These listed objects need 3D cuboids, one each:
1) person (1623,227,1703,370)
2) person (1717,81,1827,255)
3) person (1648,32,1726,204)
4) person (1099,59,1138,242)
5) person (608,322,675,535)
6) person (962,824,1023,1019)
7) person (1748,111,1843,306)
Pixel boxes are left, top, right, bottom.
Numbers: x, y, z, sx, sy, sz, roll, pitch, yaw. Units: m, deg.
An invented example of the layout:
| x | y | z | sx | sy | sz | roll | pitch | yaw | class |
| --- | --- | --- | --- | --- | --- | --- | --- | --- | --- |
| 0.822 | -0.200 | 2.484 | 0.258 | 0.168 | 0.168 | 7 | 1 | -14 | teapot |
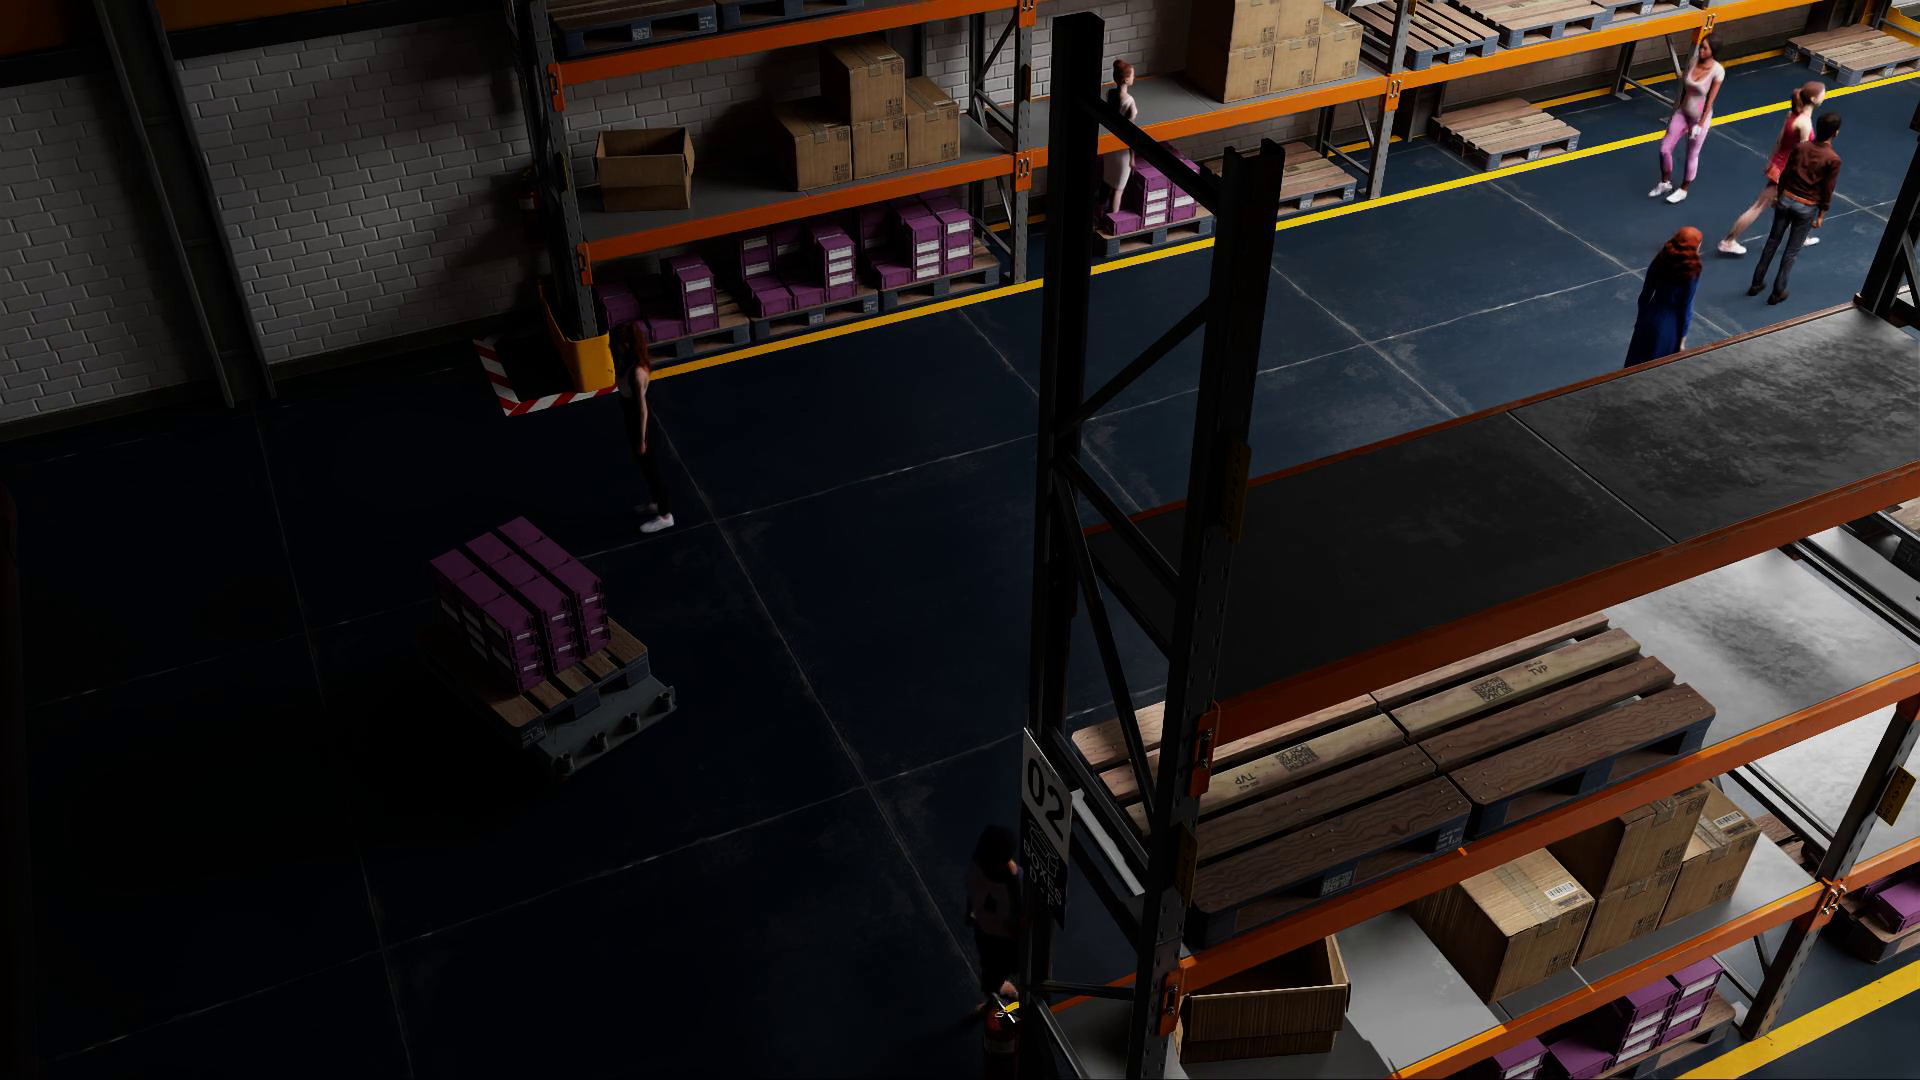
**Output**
| x | y | z | sx | sy | sz | roll | pitch | yaw | class |
| --- | --- | --- | --- | --- | --- | --- | --- | --- | --- |
| 5.441 | -1.601 | 12.988 | 0.601 | 1.827 | 0.636 | -21 | 43 | -24 | person |
| 7.477 | -3.363 | 15.295 | 1.215 | 1.702 | 0.963 | 3 | 39 | 3 | person |
| 7.212 | -4.119 | 16.219 | 0.663 | 1.729 | 0.626 | -23 | 44 | -26 | person |
| 1.459 | -3.636 | 15.563 | 0.530 | 1.793 | 0.575 | -21 | 43 | -24 | person |
| -2.317 | -0.821 | 12.079 | 0.518 | 1.742 | 0.599 | -13 | 40 | -16 | person |
| 0.272 | 1.991 | 8.713 | 0.588 | 1.548 | 0.616 | -23 | 44 | -26 | person |
| 7.395 | -2.936 | 14.699 | 0.624 | 1.778 | 0.688 | -30 | 47 | -32 | person |
